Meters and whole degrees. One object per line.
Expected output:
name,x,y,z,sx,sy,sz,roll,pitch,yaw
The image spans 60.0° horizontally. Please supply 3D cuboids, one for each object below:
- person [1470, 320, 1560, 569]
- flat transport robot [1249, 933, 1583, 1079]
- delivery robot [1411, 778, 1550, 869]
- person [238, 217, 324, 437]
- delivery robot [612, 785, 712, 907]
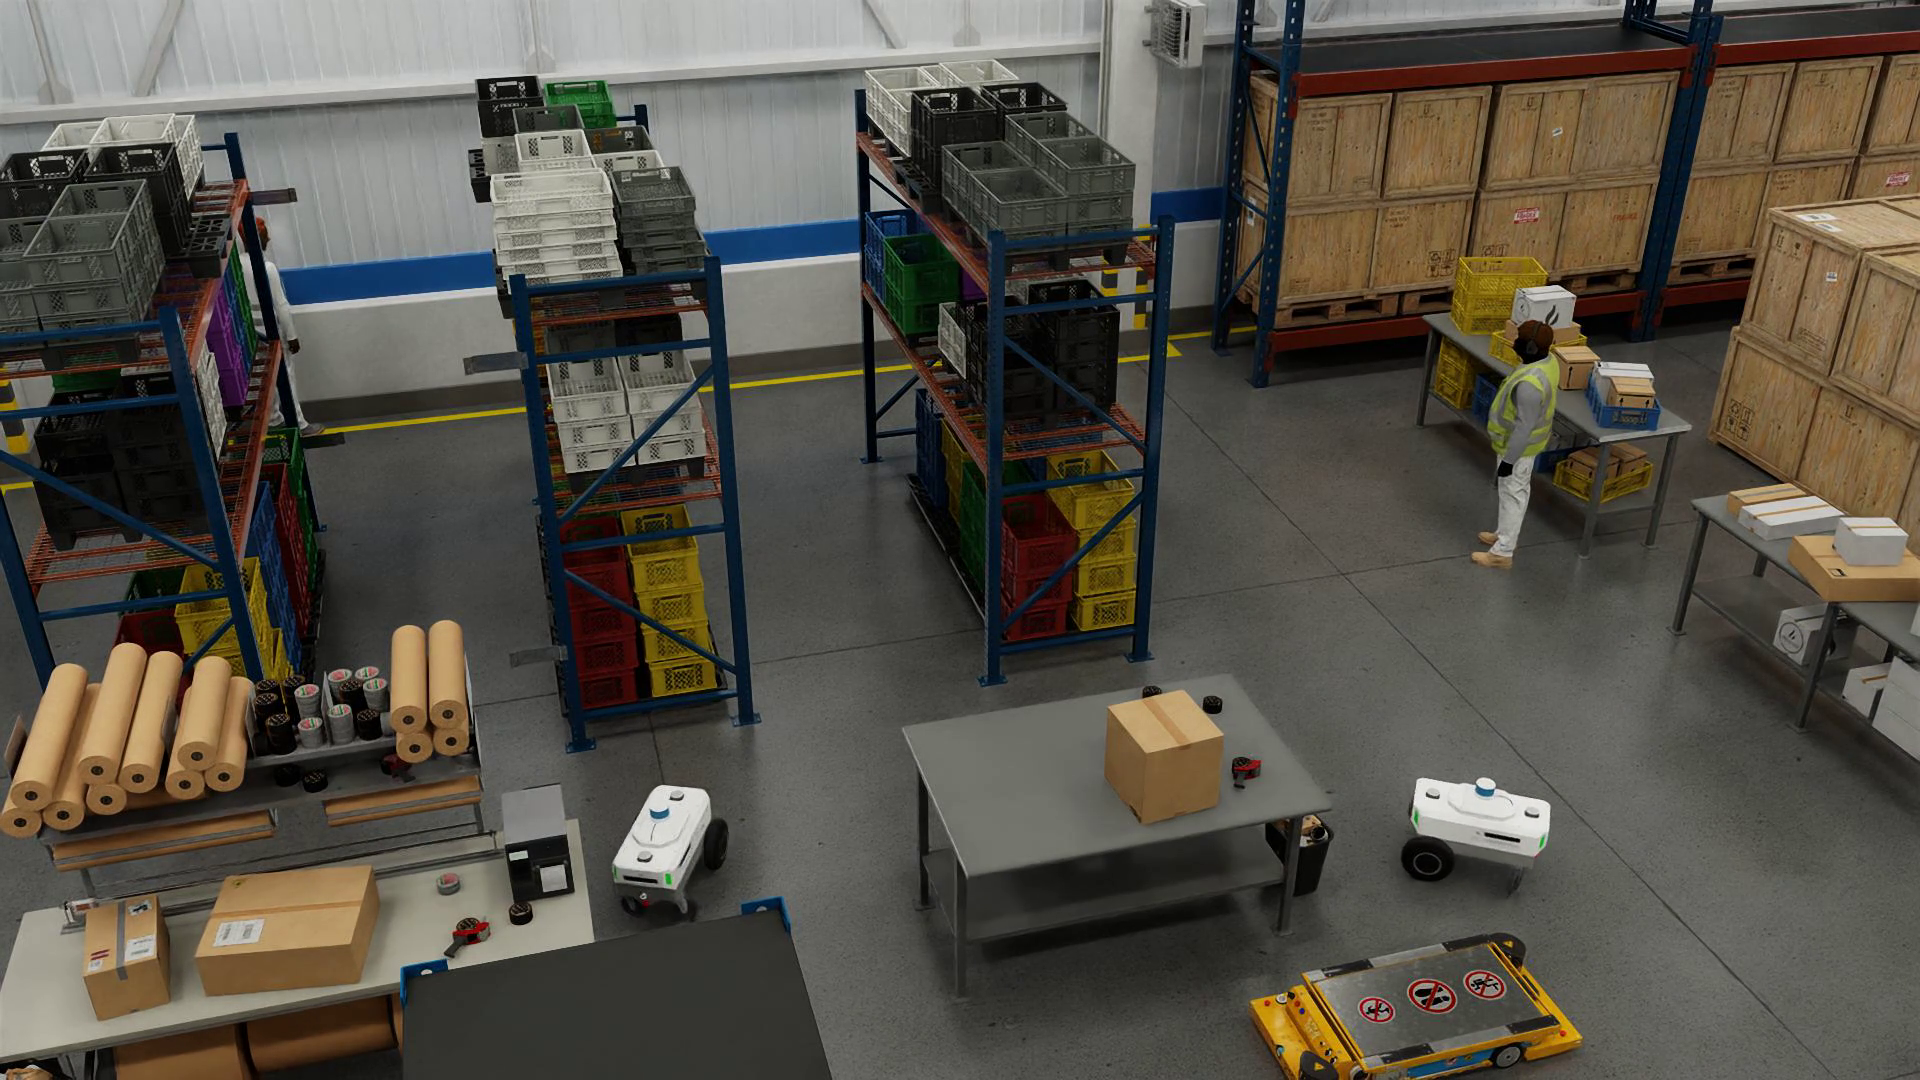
person,3.928,-0.681,11.754,0.429,1.845,0.621,14,32,23
flat transport robot,2.184,2.282,7.980,1.431,0.197,0.652,-8,30,-14
delivery robot,2.812,1.510,9.000,0.707,0.478,0.477,9,30,16
person,-5.639,-1.720,13.598,0.573,1.886,0.354,16,33,26
delivery robot,-1.577,1.602,8.832,0.477,0.478,0.707,5,29,9
